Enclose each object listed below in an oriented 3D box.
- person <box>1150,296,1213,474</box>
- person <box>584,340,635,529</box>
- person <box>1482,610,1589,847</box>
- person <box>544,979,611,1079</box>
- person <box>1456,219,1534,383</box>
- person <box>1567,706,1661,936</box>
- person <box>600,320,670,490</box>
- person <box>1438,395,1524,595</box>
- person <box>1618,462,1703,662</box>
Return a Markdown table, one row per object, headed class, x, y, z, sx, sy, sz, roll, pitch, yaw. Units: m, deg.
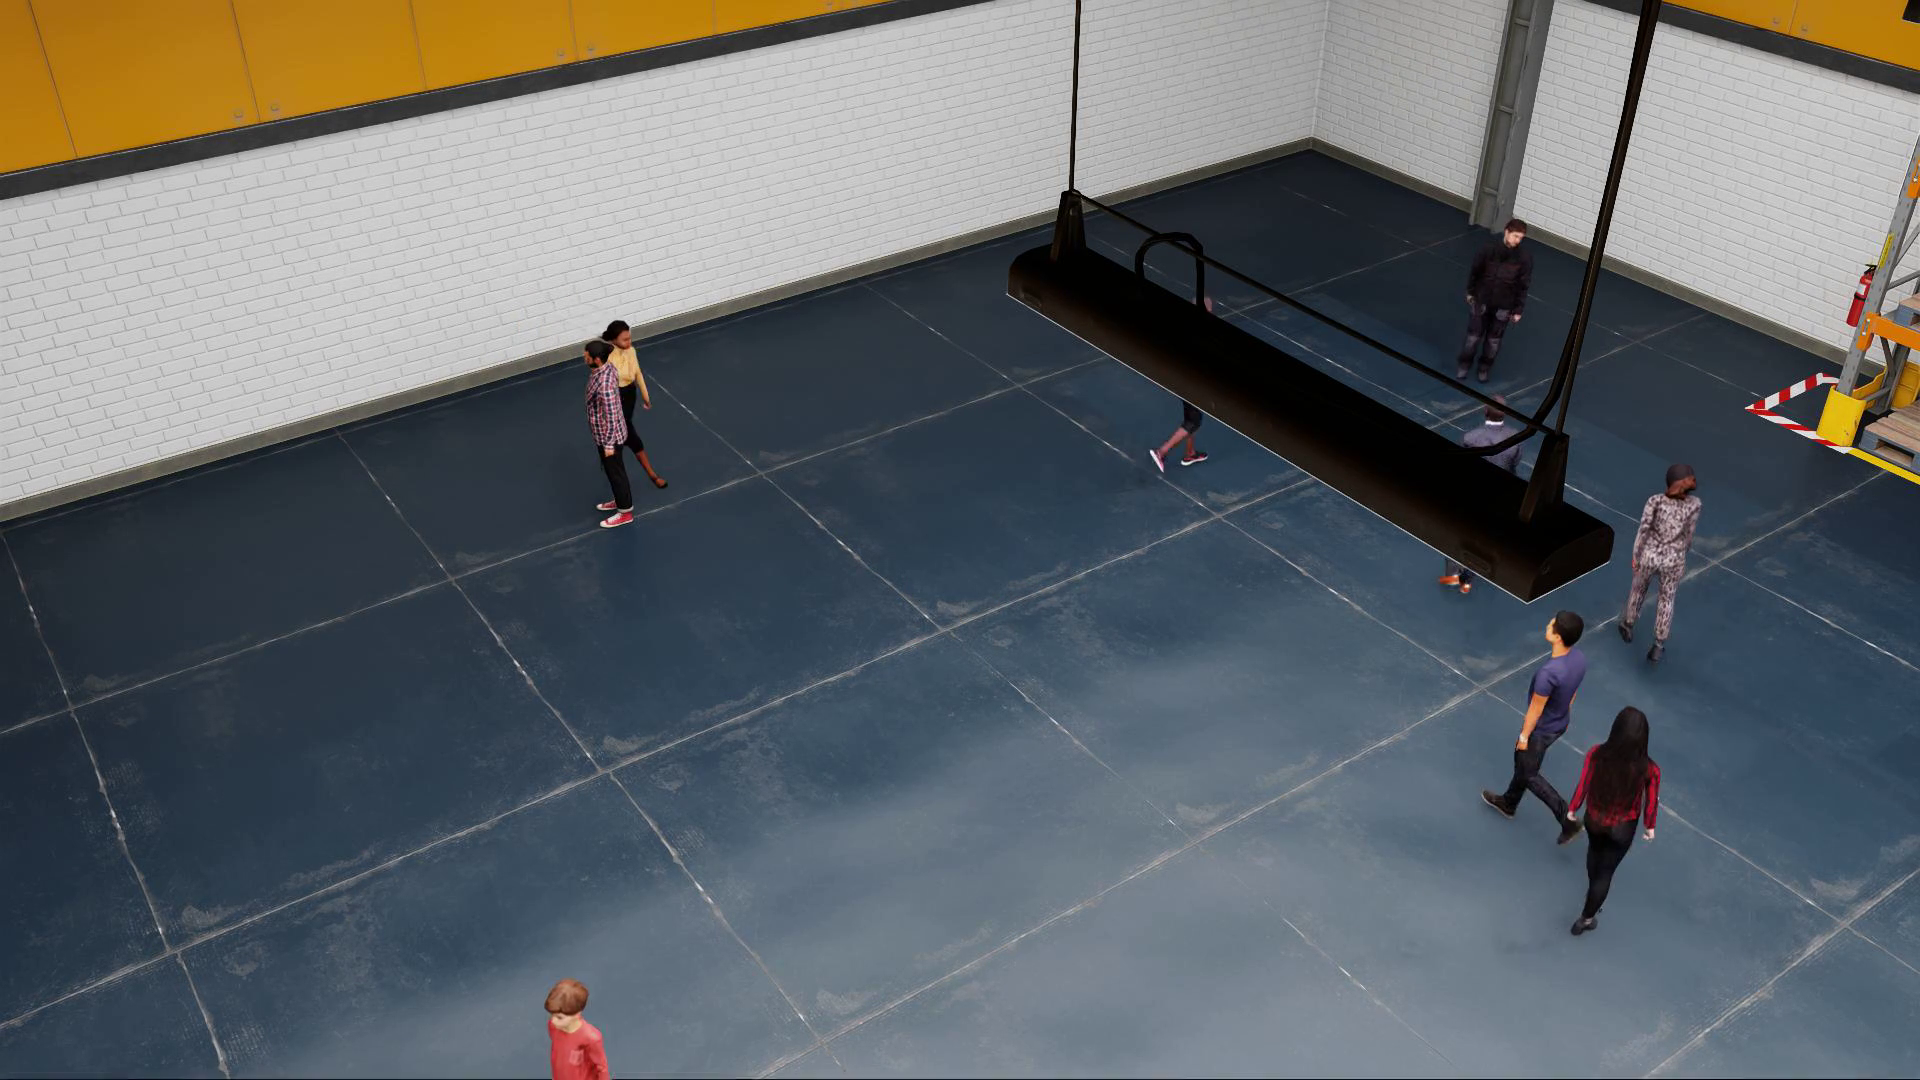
| class | x | y | z | sx | sy | sz | roll | pitch | yaw |
| --- | --- | --- | --- | --- | --- | --- | --- | --- | --- |
| person | 2.031 | -1.384 | 15.103 | 0.664 | 1.741 | 0.917 | -19 | 38 | -27 |
| person | -3.053 | -0.950 | 14.433 | 0.823 | 1.760 | 0.650 | -9 | 35 | -13 |
| person | 3.950 | 1.278 | 11.070 | 0.770 | 1.771 | 1.052 | -29 | 43 | -36 |
| person | -2.009 | 2.886 | 8.985 | 0.765 | 1.402 | 0.747 | 19 | 38 | 26 |
| person | 5.307 | -2.398 | 16.573 | 0.854 | 1.801 | 0.940 | 18 | 38 | 25 |
| person | 4.023 | 1.814 | 10.393 | 0.745 | 1.629 | 0.843 | 23 | 40 | 30 |
| person | -3.097 | -1.228 | 14.992 | 1.135 | 1.603 | 0.893 | 18 | 38 | 25 |
| person | 4.215 | -0.304 | 13.415 | 0.793 | 1.811 | 0.841 | 3 | 34 | 4 |
| person | 5.407 | 0.170 | 12.793 | 0.892 | 1.709 | 0.942 | 6 | 34 | 9 |
